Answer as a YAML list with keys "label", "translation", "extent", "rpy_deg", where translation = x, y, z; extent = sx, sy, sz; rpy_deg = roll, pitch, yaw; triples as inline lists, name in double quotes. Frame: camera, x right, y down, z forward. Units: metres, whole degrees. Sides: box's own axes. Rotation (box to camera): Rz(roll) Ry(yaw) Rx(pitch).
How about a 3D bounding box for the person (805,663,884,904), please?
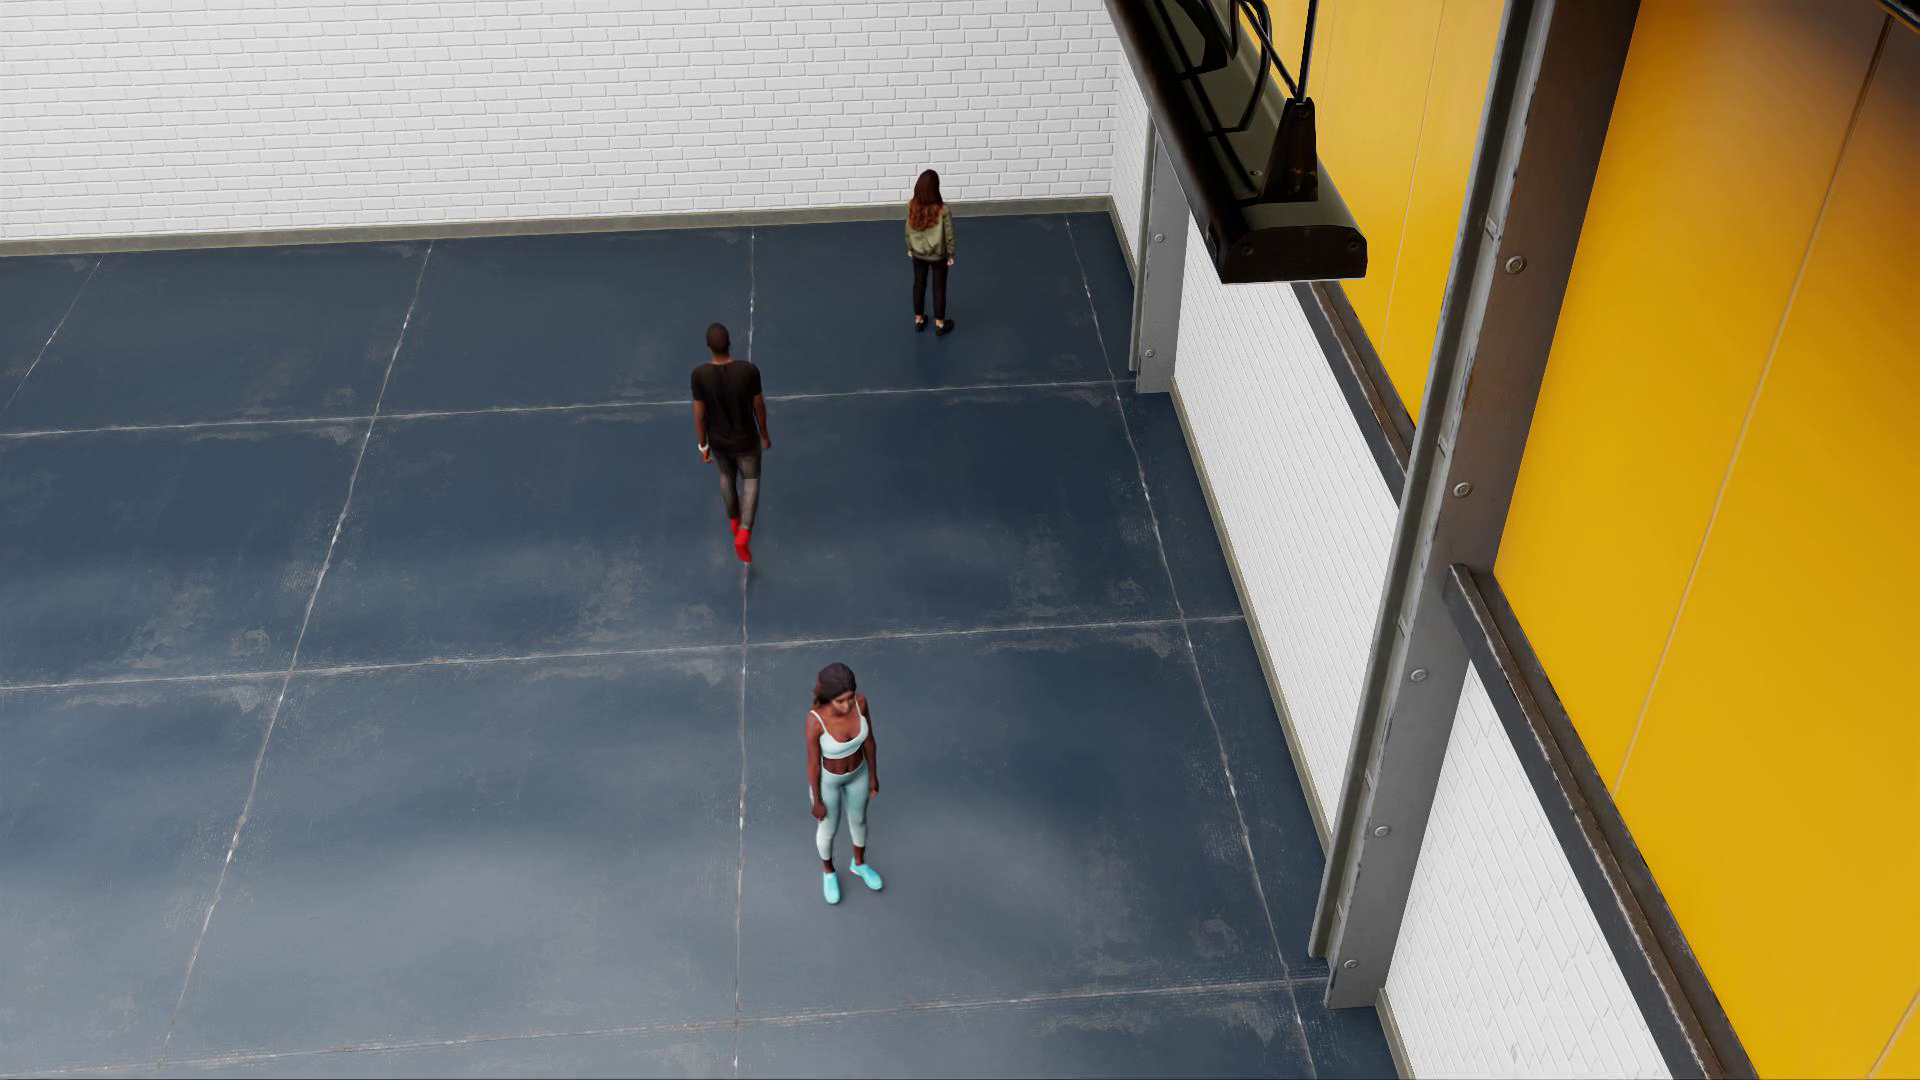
- label: "person"
  translation: [-0.653, 1.308, 9.095]
  extent: [0.645, 1.725, 0.659]
  rpy_deg: [-21, 43, -24]

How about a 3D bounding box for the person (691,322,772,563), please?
- label: "person"
  translation: [-1.571, -0.650, 11.499]
  extent: [0.713, 1.784, 1.034]
  rpy_deg: [0, 39, 0]

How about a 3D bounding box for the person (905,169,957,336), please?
- label: "person"
  translation: [-0.255, -2.416, 13.958]
  extent: [0.653, 1.475, 0.637]
  rpy_deg: [13, 41, 16]
